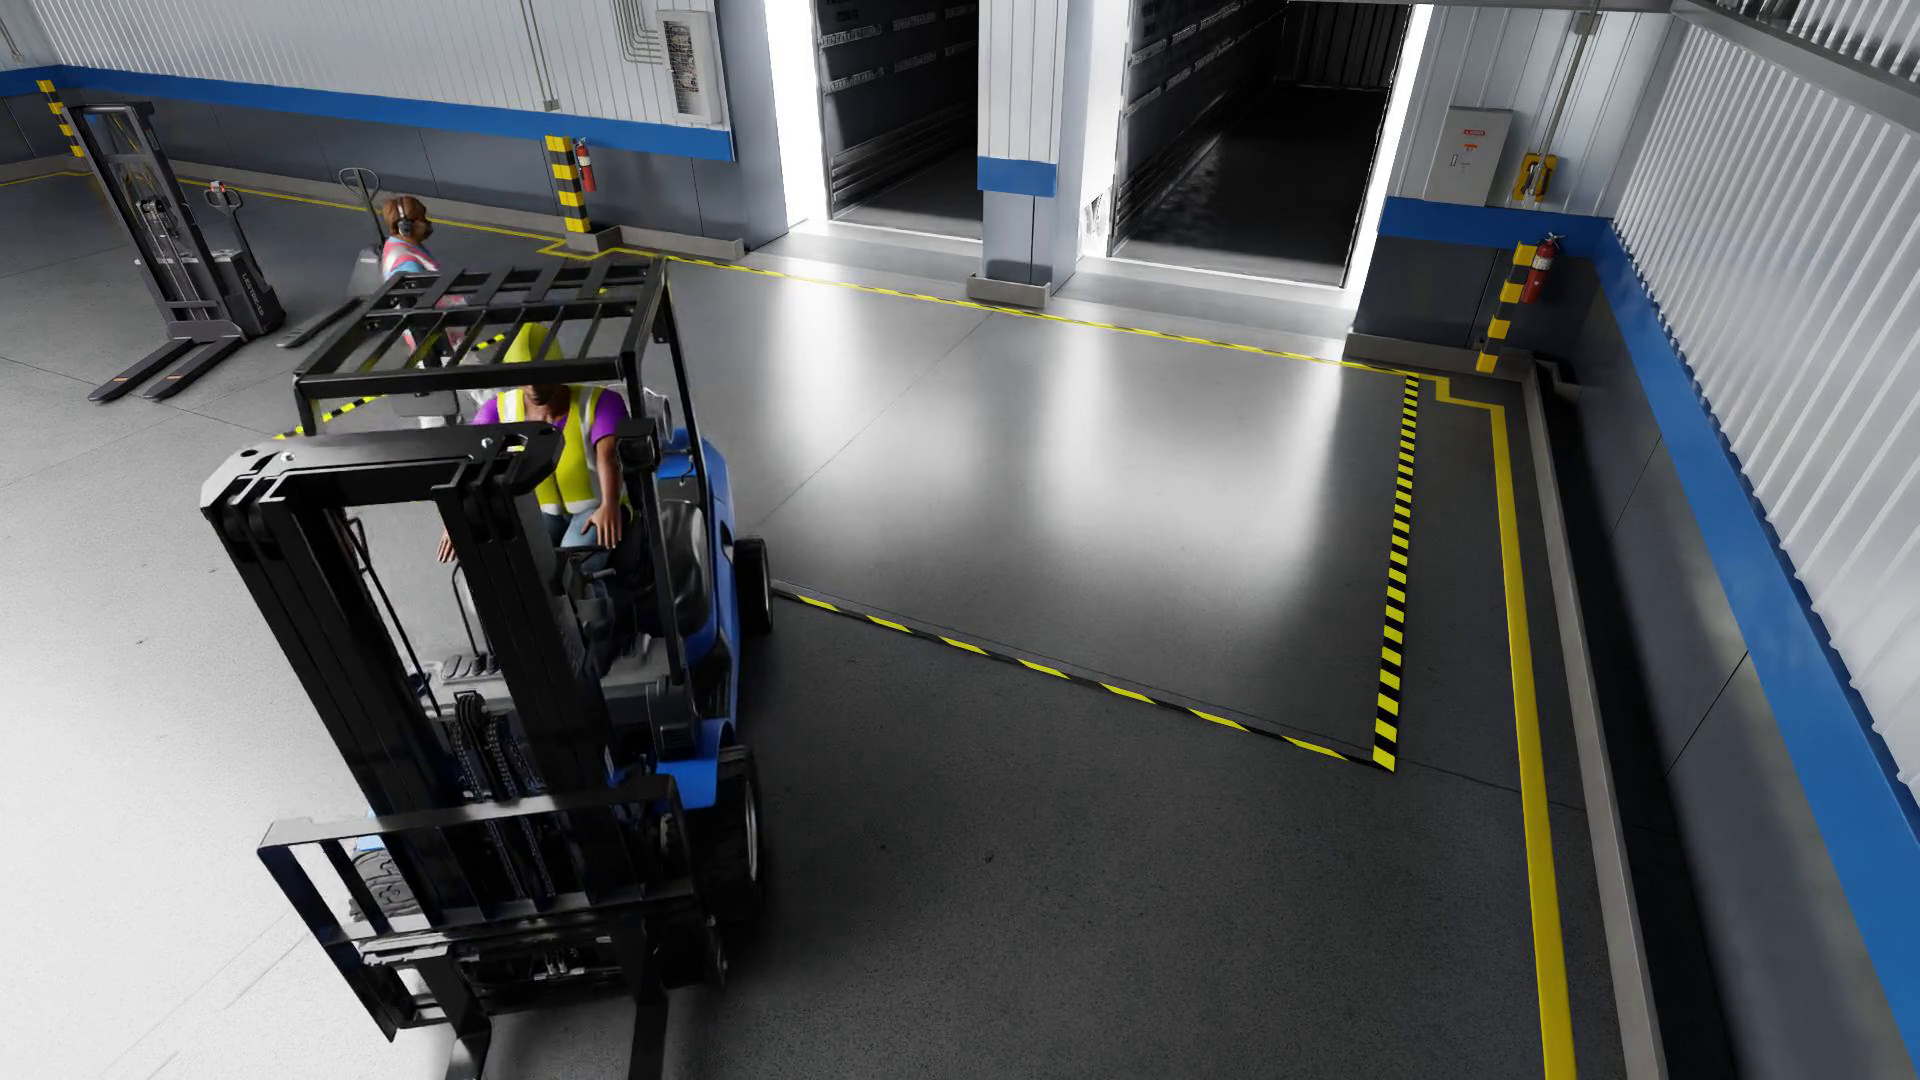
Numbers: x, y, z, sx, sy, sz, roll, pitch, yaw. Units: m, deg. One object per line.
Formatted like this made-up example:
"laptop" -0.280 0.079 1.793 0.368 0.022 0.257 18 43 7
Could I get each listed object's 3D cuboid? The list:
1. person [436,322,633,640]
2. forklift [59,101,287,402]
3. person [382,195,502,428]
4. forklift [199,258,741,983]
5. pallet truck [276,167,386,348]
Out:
"person" -1.568 -0.067 3.479 0.635 1.293 1.004 -5 35 -7
"forklift" -6.686 -2.387 7.434 0.823 1.965 1.885 -3 35 -5
"person" -3.396 -1.415 6.213 0.919 1.796 0.658 -18 39 -24
"forklift" -1.570 0.052 3.636 1.157 2.036 2.680 -5 35 -7
"pallet truck" -5.732 -2.611 8.414 0.680 1.201 1.601 -1 35 -1
